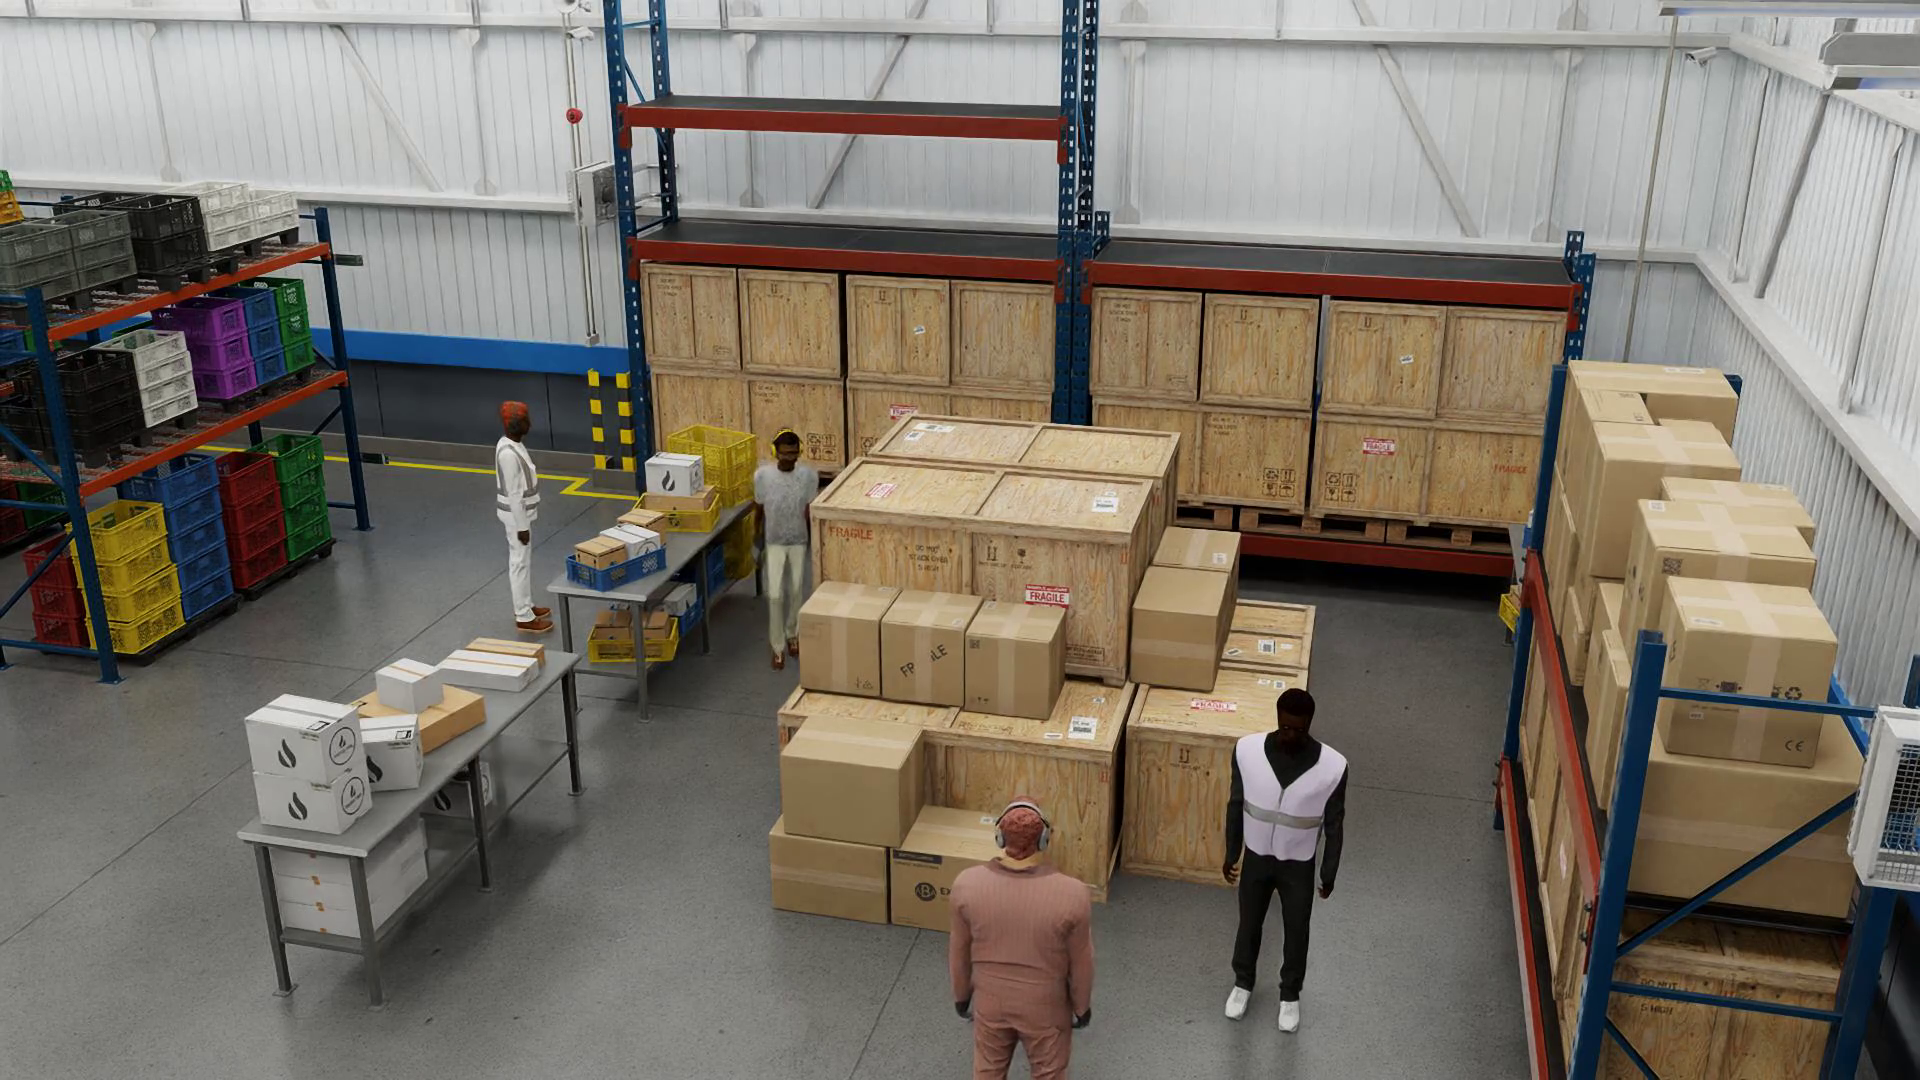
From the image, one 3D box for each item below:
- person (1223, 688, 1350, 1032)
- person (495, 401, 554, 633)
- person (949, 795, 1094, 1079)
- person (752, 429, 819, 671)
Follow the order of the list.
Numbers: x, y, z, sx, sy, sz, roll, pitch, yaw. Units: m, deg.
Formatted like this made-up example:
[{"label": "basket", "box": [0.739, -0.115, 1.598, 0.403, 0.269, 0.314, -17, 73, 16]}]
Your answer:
[{"label": "person", "box": [1.652, 1.609, 8.524, 0.592, 1.915, 0.400, 7, 22, 18]}, {"label": "person", "box": [-3.501, -0.189, 13.260, 0.354, 1.883, 0.572, -5, 22, -13]}, {"label": "person", "box": [0.278, 2.021, 7.466, 0.650, 1.900, 0.398, 6, 22, 15]}, {"label": "person", "box": [-1.281, 0.082, 12.590, 0.567, 1.849, 0.689, -4, 21, -10]}]
